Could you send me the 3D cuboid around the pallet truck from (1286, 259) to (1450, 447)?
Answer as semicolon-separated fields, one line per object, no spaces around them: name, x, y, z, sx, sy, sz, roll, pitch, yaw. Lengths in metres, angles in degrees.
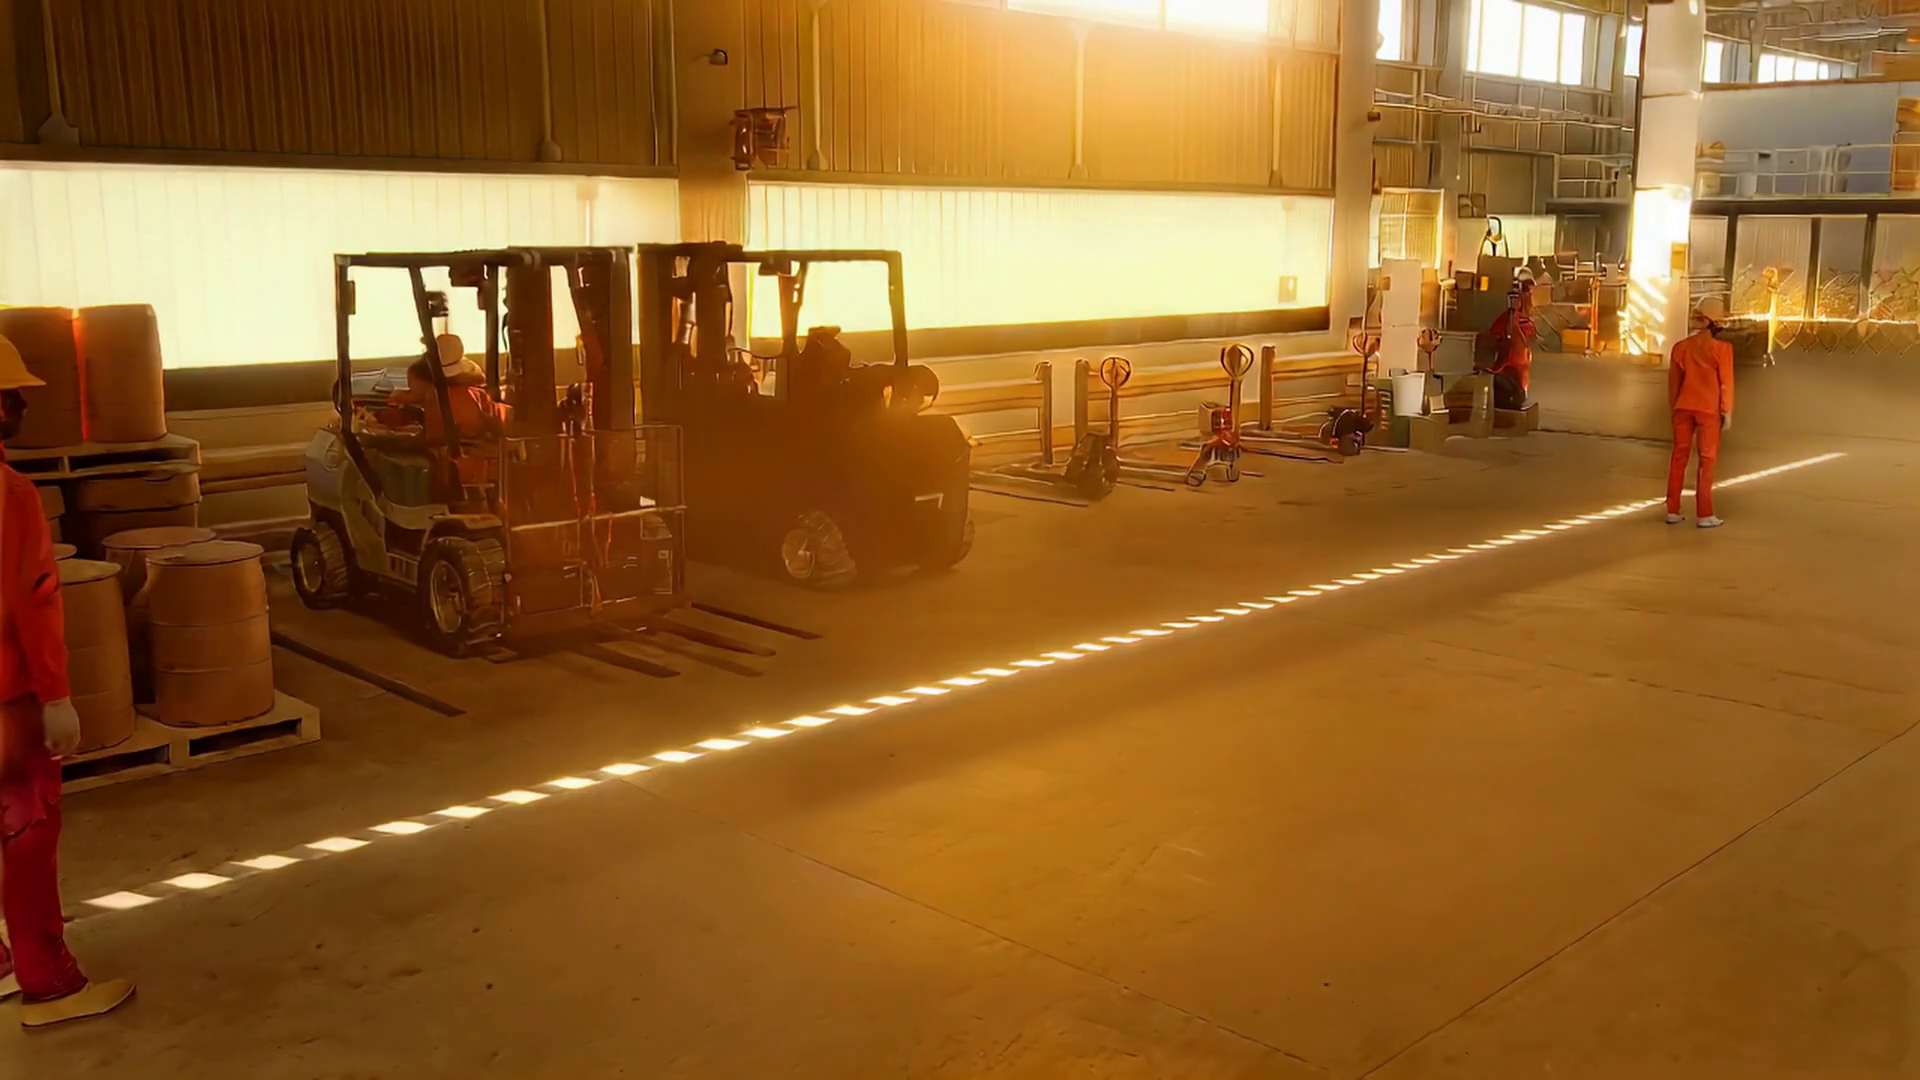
pallet truck;4.493;-2.078;18.196;0.823;1.965;1.885;-9;14;-40

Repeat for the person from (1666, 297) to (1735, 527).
person;5.731;-0.984;12.863;0.319;1.767;0.534;-7;13;-34

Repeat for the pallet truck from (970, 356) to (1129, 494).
pallet truck;0.784;-1.085;14.876;0.680;1.201;1.601;-10;14;-44

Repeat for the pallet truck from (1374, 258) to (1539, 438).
pallet truck;5.704;-2.208;18.901;1.885;1.965;0.823;10;14;43

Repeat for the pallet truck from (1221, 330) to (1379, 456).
pallet truck;3.563;-1.581;17.381;0.653;1.274;1.630;-10;14;-44

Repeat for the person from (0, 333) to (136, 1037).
person;-2.698;0.400;4.685;0.608;1.996;0.380;6;12;29

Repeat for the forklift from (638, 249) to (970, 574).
forklift;-1.173;-0.958;11.239;2.680;1.987;1.157;10;14;43

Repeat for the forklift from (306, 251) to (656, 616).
forklift;-2.833;-0.669;9.694;1.157;1.987;2.680;-10;14;-44

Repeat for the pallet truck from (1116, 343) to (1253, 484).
pallet truck;1.962;-1.215;15.415;1.522;1.261;0.704;10;14;43
